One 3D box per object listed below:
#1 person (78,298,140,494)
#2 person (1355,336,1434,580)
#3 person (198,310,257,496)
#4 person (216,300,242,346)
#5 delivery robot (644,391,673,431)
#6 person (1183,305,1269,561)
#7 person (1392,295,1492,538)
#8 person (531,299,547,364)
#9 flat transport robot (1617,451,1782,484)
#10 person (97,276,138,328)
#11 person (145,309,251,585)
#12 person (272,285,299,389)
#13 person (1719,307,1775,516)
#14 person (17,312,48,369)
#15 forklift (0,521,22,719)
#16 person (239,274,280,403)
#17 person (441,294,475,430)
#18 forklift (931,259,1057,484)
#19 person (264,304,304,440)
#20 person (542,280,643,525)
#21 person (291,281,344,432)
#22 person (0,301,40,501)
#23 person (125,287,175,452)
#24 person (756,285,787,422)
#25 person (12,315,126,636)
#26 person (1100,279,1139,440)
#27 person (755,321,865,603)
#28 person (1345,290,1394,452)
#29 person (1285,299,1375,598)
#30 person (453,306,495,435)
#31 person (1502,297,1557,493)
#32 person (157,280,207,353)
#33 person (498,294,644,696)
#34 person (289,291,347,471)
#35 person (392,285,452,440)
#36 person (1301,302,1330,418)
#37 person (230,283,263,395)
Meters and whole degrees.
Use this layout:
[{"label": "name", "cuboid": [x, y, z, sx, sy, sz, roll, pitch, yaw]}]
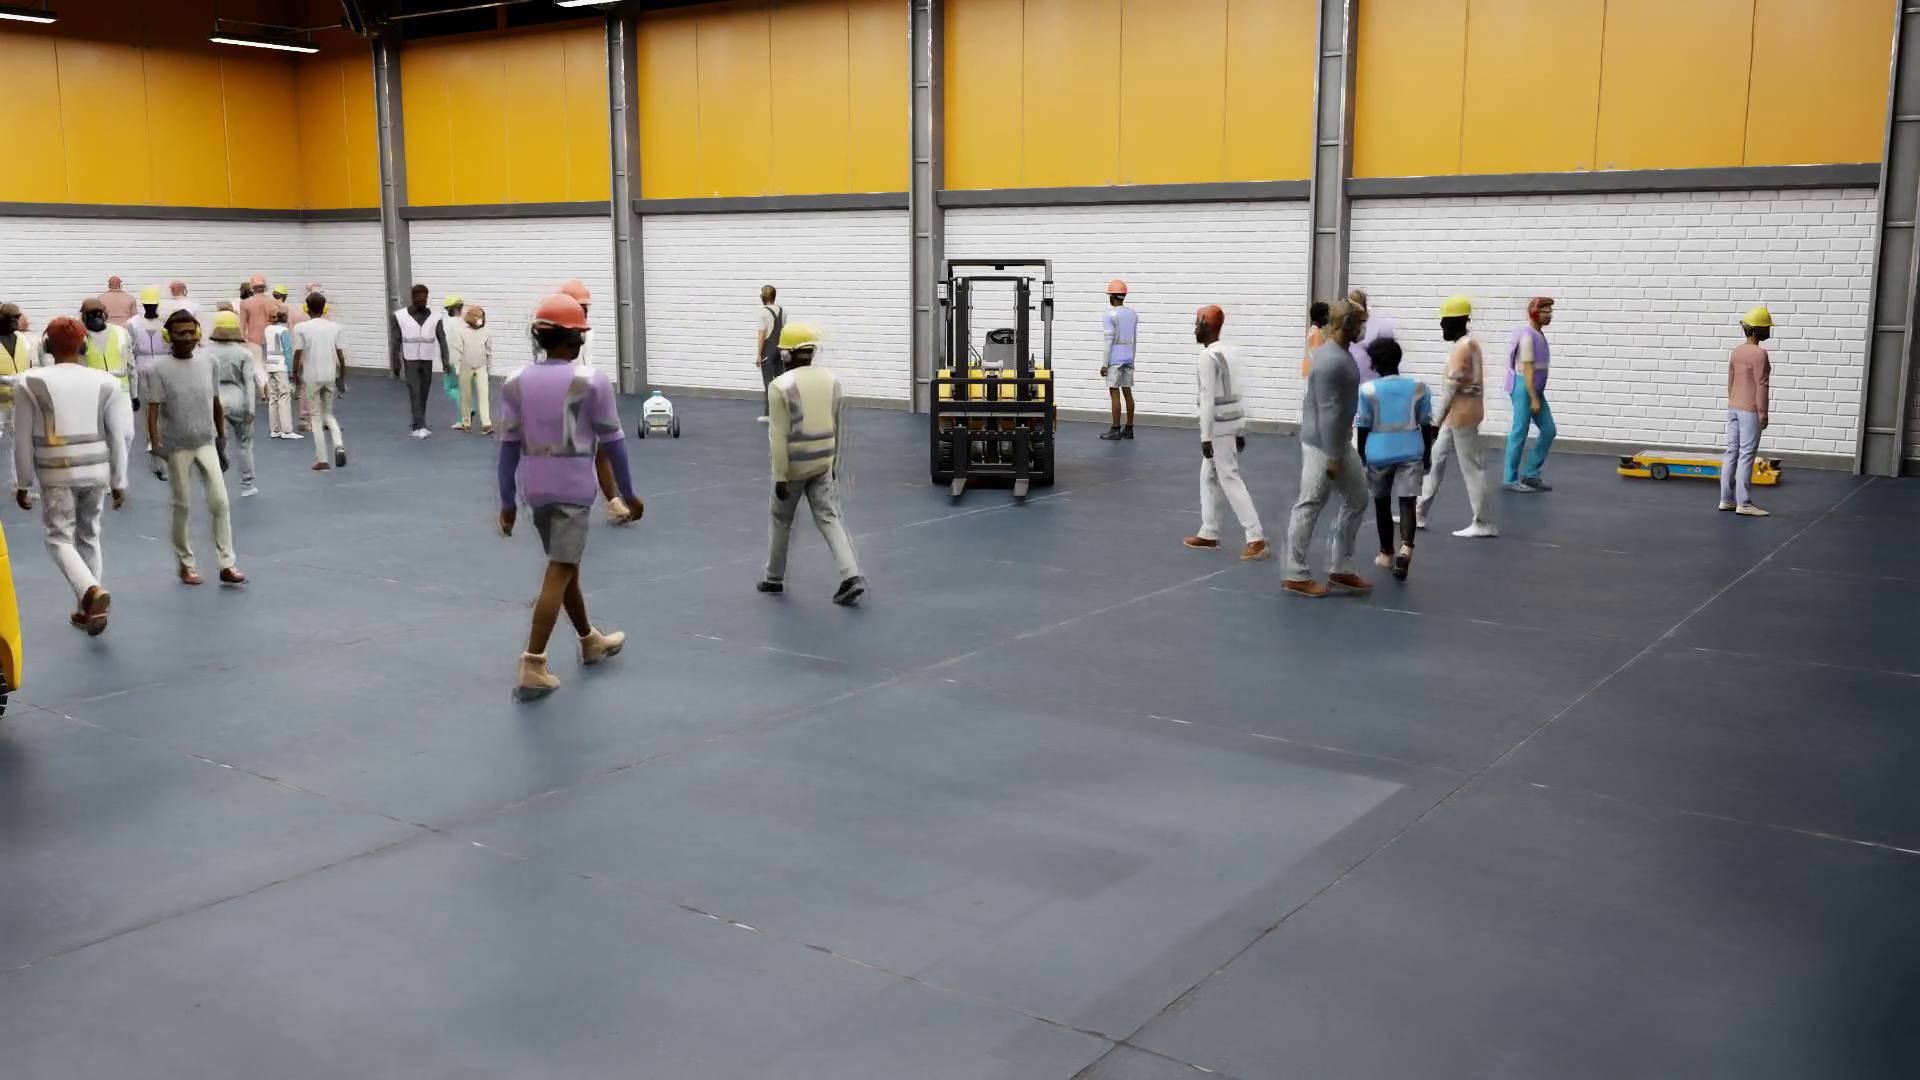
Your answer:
[{"label": "person", "cuboid": [-7.946, -1.327, 15.418, 0.643, 1.823, 0.451, -8, 12, -39]}, {"label": "person", "cuboid": [2.966, -0.560, 11.362, 0.544, 1.656, 0.808, 1, 10, 6]}, {"label": "person", "cuboid": [-6.640, -1.217, 15.066, 0.487, 1.714, 0.720, -2, 10, -9]}, {"label": "person", "cuboid": [-10.051, -2.457, 22.752, 0.581, 1.619, 0.518, -4, 10, -21]}, {"label": "delivery robot", "cuboid": [-3.715, -1.586, 20.448, 0.477, 0.478, 0.707, -2, 10, -11]}, {"label": "person", "cuboid": [1.985, -0.795, 12.227, 0.735, 1.852, 0.640, 4, 10, 24]}, {"label": "person", "cuboid": [3.786, -0.957, 13.042, 0.920, 1.887, 0.593, 3, 10, 16]}, {"label": "person", "cuboid": [-5.900, -2.650, 23.905, 0.492, 1.624, 0.309, -3, 10, -20]}, {"label": "flat transport robot", "cuboid": [7.331, -0.733, 16.488, 1.431, 0.197, 0.652, 6, 11, 30]}, {"label": "person", "cuboid": [-14.491, -3.585, 28.646, 0.641, 1.903, 0.402, -5, 11, -28]}, {"label": "person", "cuboid": [-5.012, -0.584, 10.925, 0.833, 1.835, 0.571, 9, 13, 43]}, {"label": "person", "cuboid": [-11.372, -3.390, 27.906, 0.522, 1.758, 0.349, 3, 10, 15]}, {"label": "person", "cuboid": [6.733, -1.093, 14.185, 0.316, 1.769, 0.523, -1, 10, -4]}, {"label": "person", "cuboid": [-10.126, -1.683, 18.125, 0.553, 1.617, 0.546, 5, 11, 29]}, {"label": "forklift", "cuboid": [-5.296, -0.090, 6.943, 1.214, 2.155, 2.313, 7, 12, 35]}, {"label": "person", "cuboid": [-10.484, -3.011, 25.009, 0.623, 1.967, 0.773, -8, 12, -38]}, {"label": "person", "cuboid": [-6.389, -2.267, 21.254, 0.524, 1.730, 0.564, 6, 11, 31]}, {"label": "forklift", "cuboid": [0.370, -1.738, 16.759, 1.214, 2.155, 2.313, 1, 10, 3]}, {"label": "person", "cuboid": [-8.244, -2.038, 20.190, 0.517, 1.639, 0.313, 8, 12, 40]}, {"label": "person", "cuboid": [-3.062, -1.092, 13.500, 0.906, 1.998, 0.618, 6, 11, 30]}, {"label": "person", "cuboid": [-8.129, -2.317, 21.087, 0.401, 1.913, 0.644, 5, 11, 26]}, {"label": "person", "cuboid": [-8.724, -1.258, 15.080, 0.825, 1.806, 0.625, 5, 11, 28]}, {"label": "person", "cuboid": [-9.274, -1.986, 19.205, 0.588, 1.879, 0.969, -3, 10, -20]}, {"label": "person", "cuboid": [-2.526, -2.496, 22.313, 0.328, 1.842, 0.515, 8, 13, 40]}, {"label": "person", "cuboid": [-5.058, -0.356, 9.529, 0.748, 1.857, 0.578, 9, 13, 43]}, {"label": "person", "cuboid": [1.899, -2.173, 20.106, 0.547, 1.938, 0.378, -8, 12, -39]}, {"label": "person", "cuboid": [-0.957, -0.486, 10.517, 0.601, 1.798, 0.912, -9, 13, -42]}, {"label": "person", "cuboid": [3.849, -1.470, 16.099, 0.646, 1.873, 1.056, 9, 13, 43]}, {"label": "person", "cuboid": [2.442, -0.573, 10.649, 0.692, 1.911, 0.708, 4, 10, 22]}, {"label": "person", "cuboid": [-6.008, -2.079, 20.571, 0.521, 1.589, 0.853, -5, 11, -29]}, {"label": "person", "cuboid": [5.342, -1.334, 15.444, 0.575, 1.826, 0.560, 7, 12, 35]}, {"label": "person", "cuboid": [-11.188, -2.796, 23.946, 0.659, 1.892, 0.619, 0, 10, 1]}, {"label": "person", "cuboid": [-2.018, -0.243, 8.479, 0.619, 1.996, 1.037, 4, 10, 24]}, {"label": "person", "cuboid": [-6.608, -1.621, 17.103, 0.413, 1.849, 0.527, 9, 13, 42]}, {"label": "person", "cuboid": [-6.506, -2.144, 20.146, 0.612, 1.866, 0.974, -7, 12, -35]}, {"label": "person", "cuboid": [4.127, -1.913, 19.306, 0.321, 1.690, 0.529, 2, 10, 11]}, {"label": "person", "cuboid": [-11.357, -3.206, 26.652, 0.840, 1.803, 0.665, 7, 12, 38]}]
